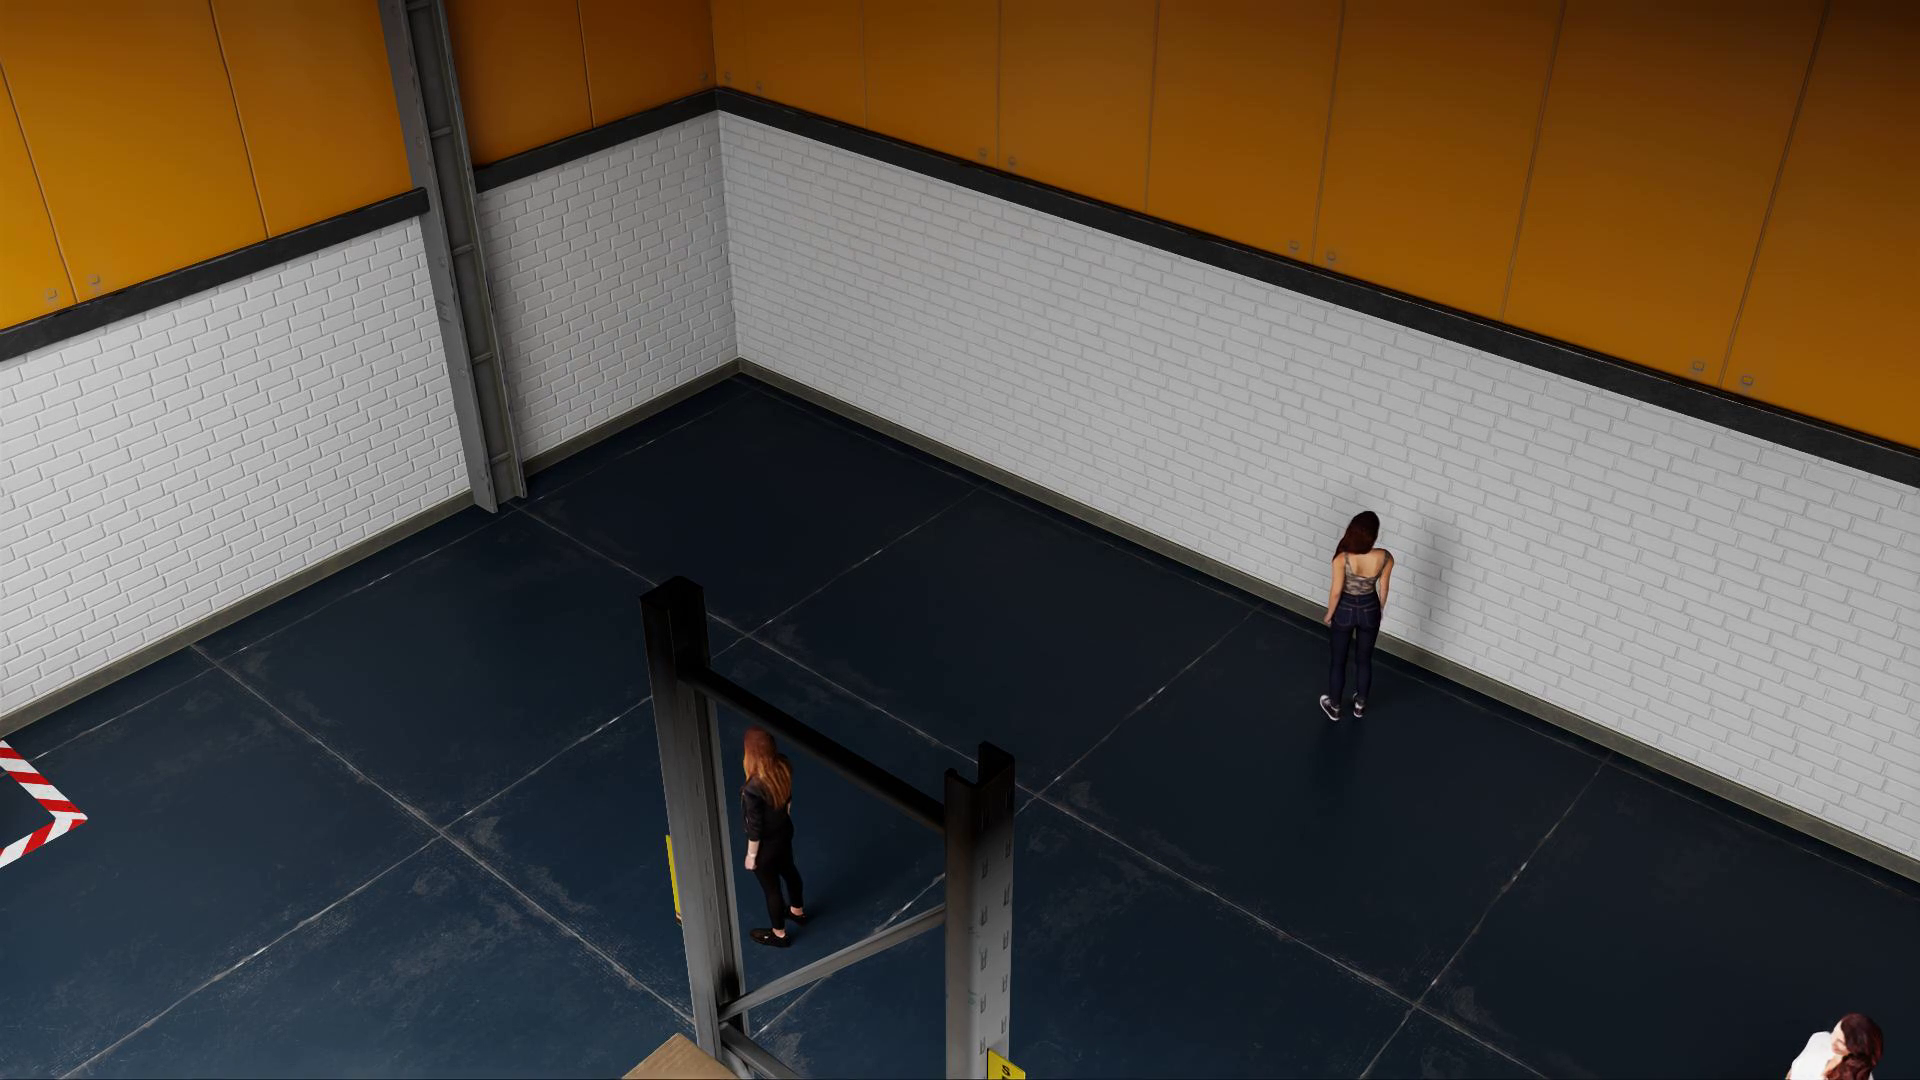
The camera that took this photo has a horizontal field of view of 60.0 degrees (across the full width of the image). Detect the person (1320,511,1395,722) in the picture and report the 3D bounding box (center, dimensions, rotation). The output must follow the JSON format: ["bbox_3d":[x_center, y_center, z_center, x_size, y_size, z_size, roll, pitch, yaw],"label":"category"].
[{"bbox_3d":[2.940,0.566,12.344,0.696,1.768,0.748,-2,34,-3],"label":"person"}]

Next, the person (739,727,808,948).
[{"bbox_3d":[-1.169,1.859,10.448,0.711,1.713,0.533,16,37,23],"label":"person"}]

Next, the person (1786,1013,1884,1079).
[{"bbox_3d":[4.400,3.054,8.578,0.716,1.793,0.673,-5,34,-8],"label":"person"}]
